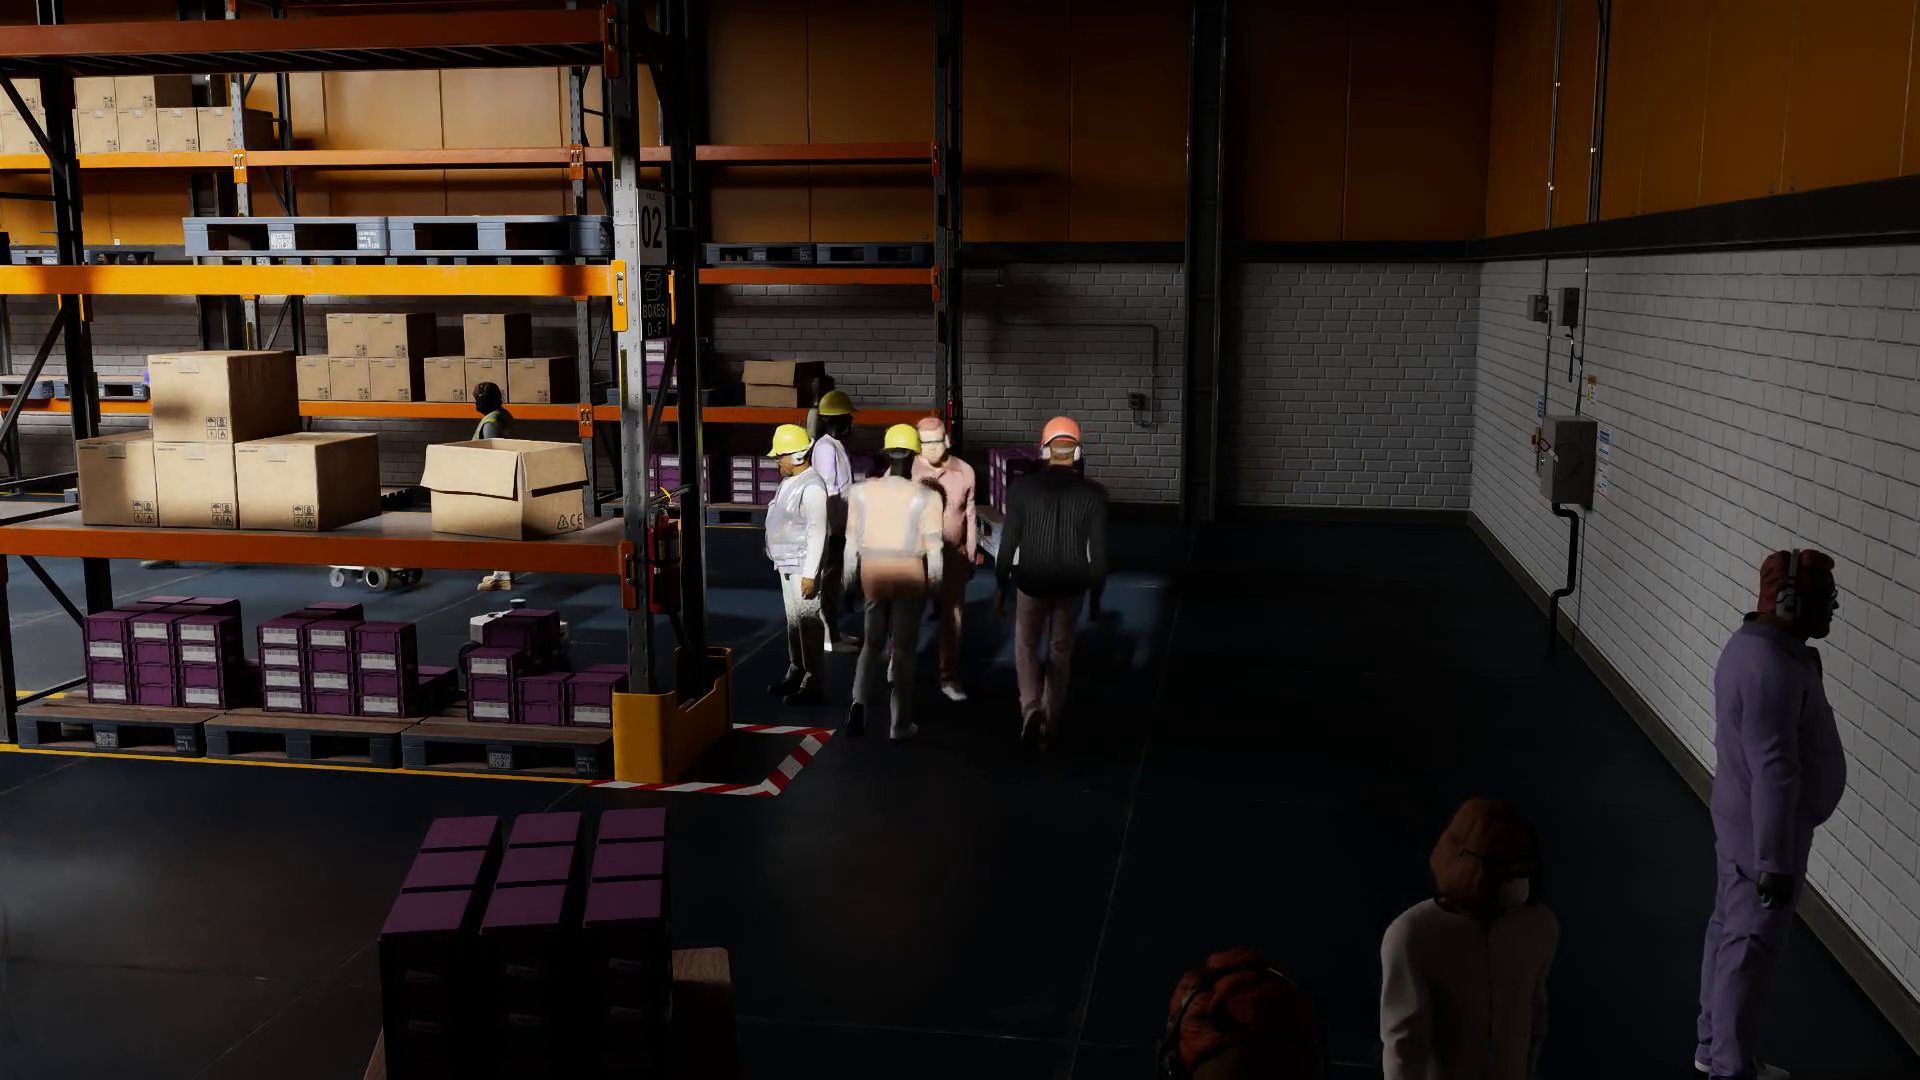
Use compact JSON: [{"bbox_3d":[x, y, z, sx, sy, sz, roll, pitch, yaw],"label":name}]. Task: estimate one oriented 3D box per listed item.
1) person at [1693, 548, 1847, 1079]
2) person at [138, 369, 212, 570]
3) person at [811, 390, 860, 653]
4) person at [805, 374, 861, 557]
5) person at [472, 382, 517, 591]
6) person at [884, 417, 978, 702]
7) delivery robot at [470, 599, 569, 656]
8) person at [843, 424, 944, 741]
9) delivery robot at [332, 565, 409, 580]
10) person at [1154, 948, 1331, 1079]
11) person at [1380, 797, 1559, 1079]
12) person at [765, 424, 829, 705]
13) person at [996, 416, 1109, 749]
[{"bbox_3d":[2.690,0.967,5.502,0.401,1.906,0.651,3,10,19],"label":"person"},{"bbox_3d":[-7.340,-0.668,15.586,0.709,1.923,0.618,-3,10,-18],"label":"person"},{"bbox_3d":[-0.919,-0.138,12.282,0.354,1.930,0.590,0,9,-2],"label":"person"},{"bbox_3d":[-1.408,-0.717,16.247,0.866,1.817,0.522,0,9,-2],"label":"person"},{"bbox_3d":[-4.109,-0.472,14.653,0.429,1.837,0.621,-1,9,-5],"label":"person"},{"bbox_3d":[-0.219,0.096,11.026,0.681,1.875,0.746,-3,10,-18],"label":"person"},{"bbox_3d":[-3.012,0.648,11.372,0.707,0.478,0.477,6,11,34],"label":"delivery robot"},{"bbox_3d":[-0.400,0.273,9.815,0.614,1.904,0.572,3,10,18],"label":"person"},{"bbox_3d":[-5.215,0.107,14.730,0.707,0.478,0.477,4,10,23],"label":"delivery robot"},{"bbox_3d":[0.371,1.489,2.341,0.575,1.882,0.355,-2,9,-14],"label":"person"},{"bbox_3d":[1.199,1.378,3.946,0.502,1.586,0.871,-3,10,-15],"label":"person"},{"bbox_3d":[-1.059,0.155,10.802,0.403,1.822,0.589,-4,10,-22],"label":"person"},{"bbox_3d":[0.536,0.276,9.630,0.654,1.955,0.679,0,9,2],"label":"person"}]
